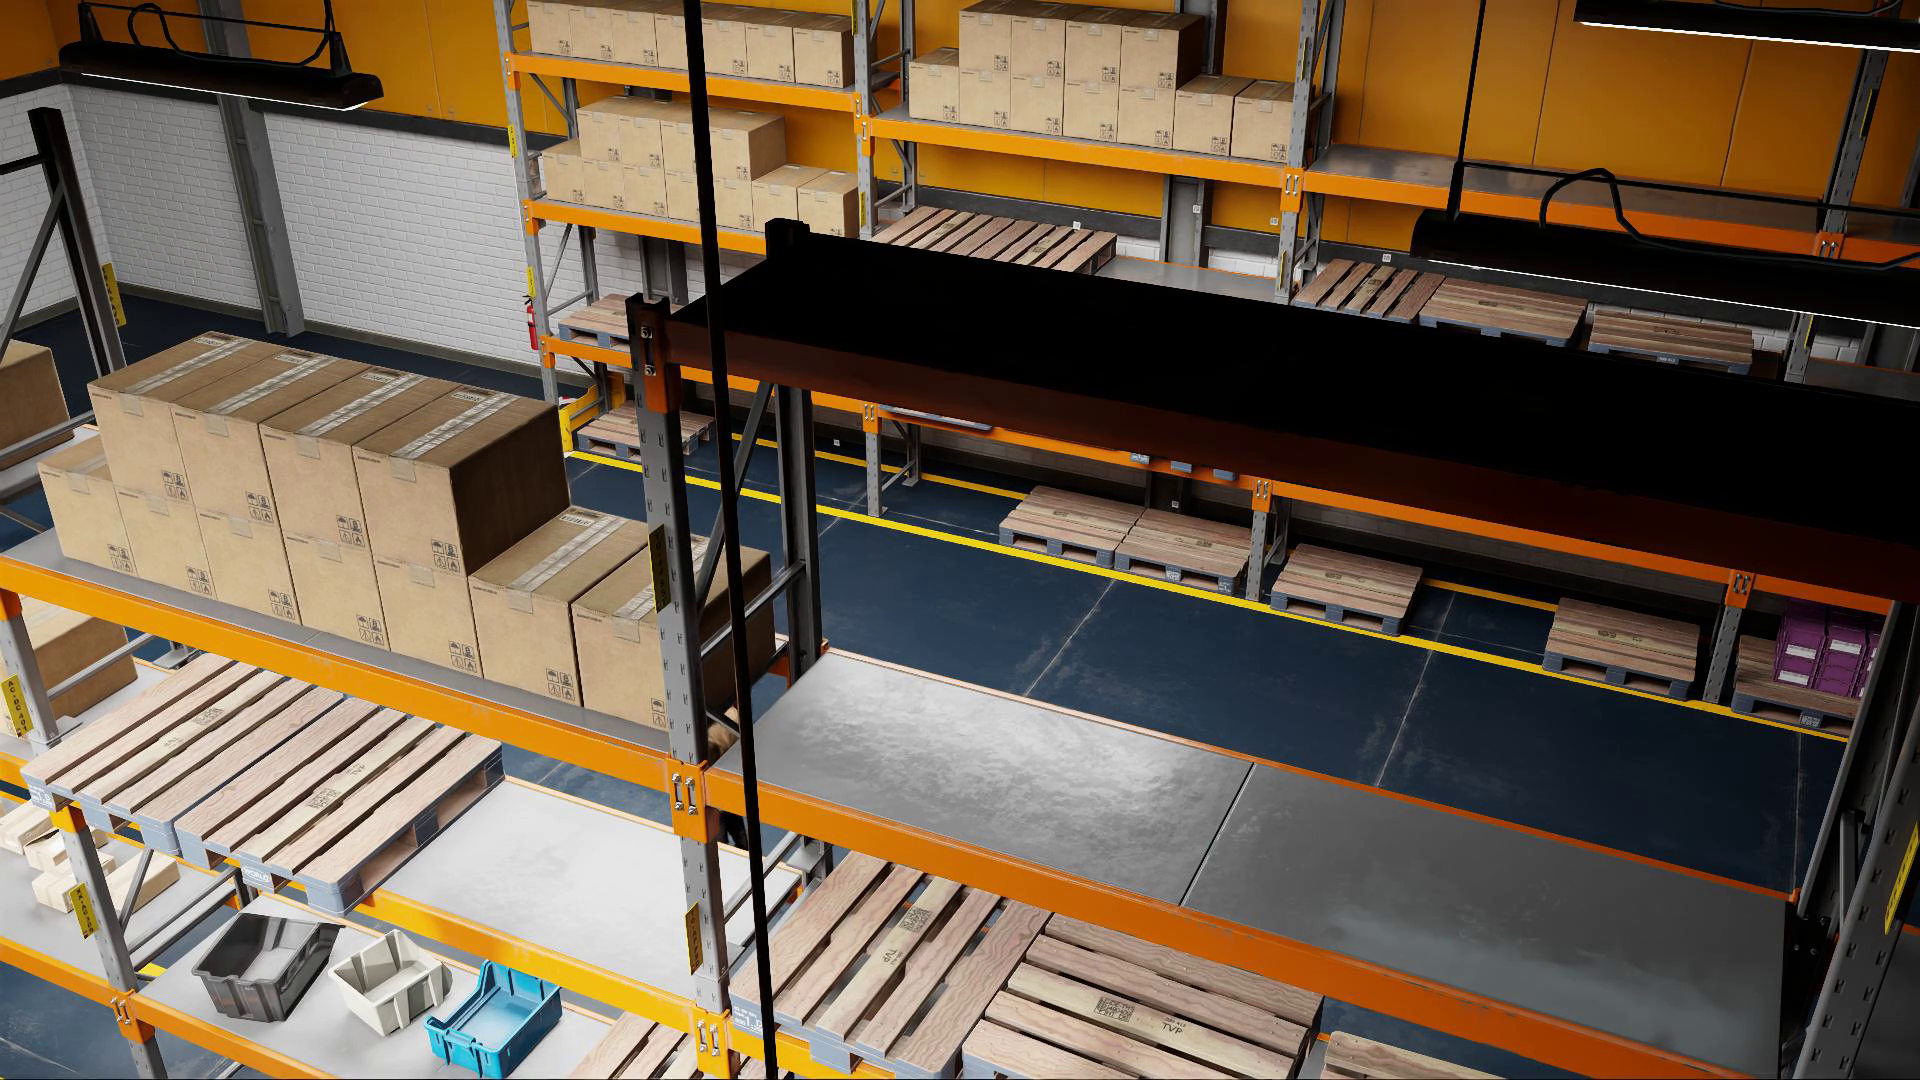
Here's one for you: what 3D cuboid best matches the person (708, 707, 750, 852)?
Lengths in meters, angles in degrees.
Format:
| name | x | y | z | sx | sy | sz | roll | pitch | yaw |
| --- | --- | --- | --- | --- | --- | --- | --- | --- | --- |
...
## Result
| name | x | y | z | sx | sy | sz | roll | pitch | yaw |
| --- | --- | --- | --- | --- | --- | --- | --- | --- | --- |
| person | -1.648 | 1.742 | 11.485 | 0.542 | 1.852 | 0.646 | 13 | 31 | 22 |
